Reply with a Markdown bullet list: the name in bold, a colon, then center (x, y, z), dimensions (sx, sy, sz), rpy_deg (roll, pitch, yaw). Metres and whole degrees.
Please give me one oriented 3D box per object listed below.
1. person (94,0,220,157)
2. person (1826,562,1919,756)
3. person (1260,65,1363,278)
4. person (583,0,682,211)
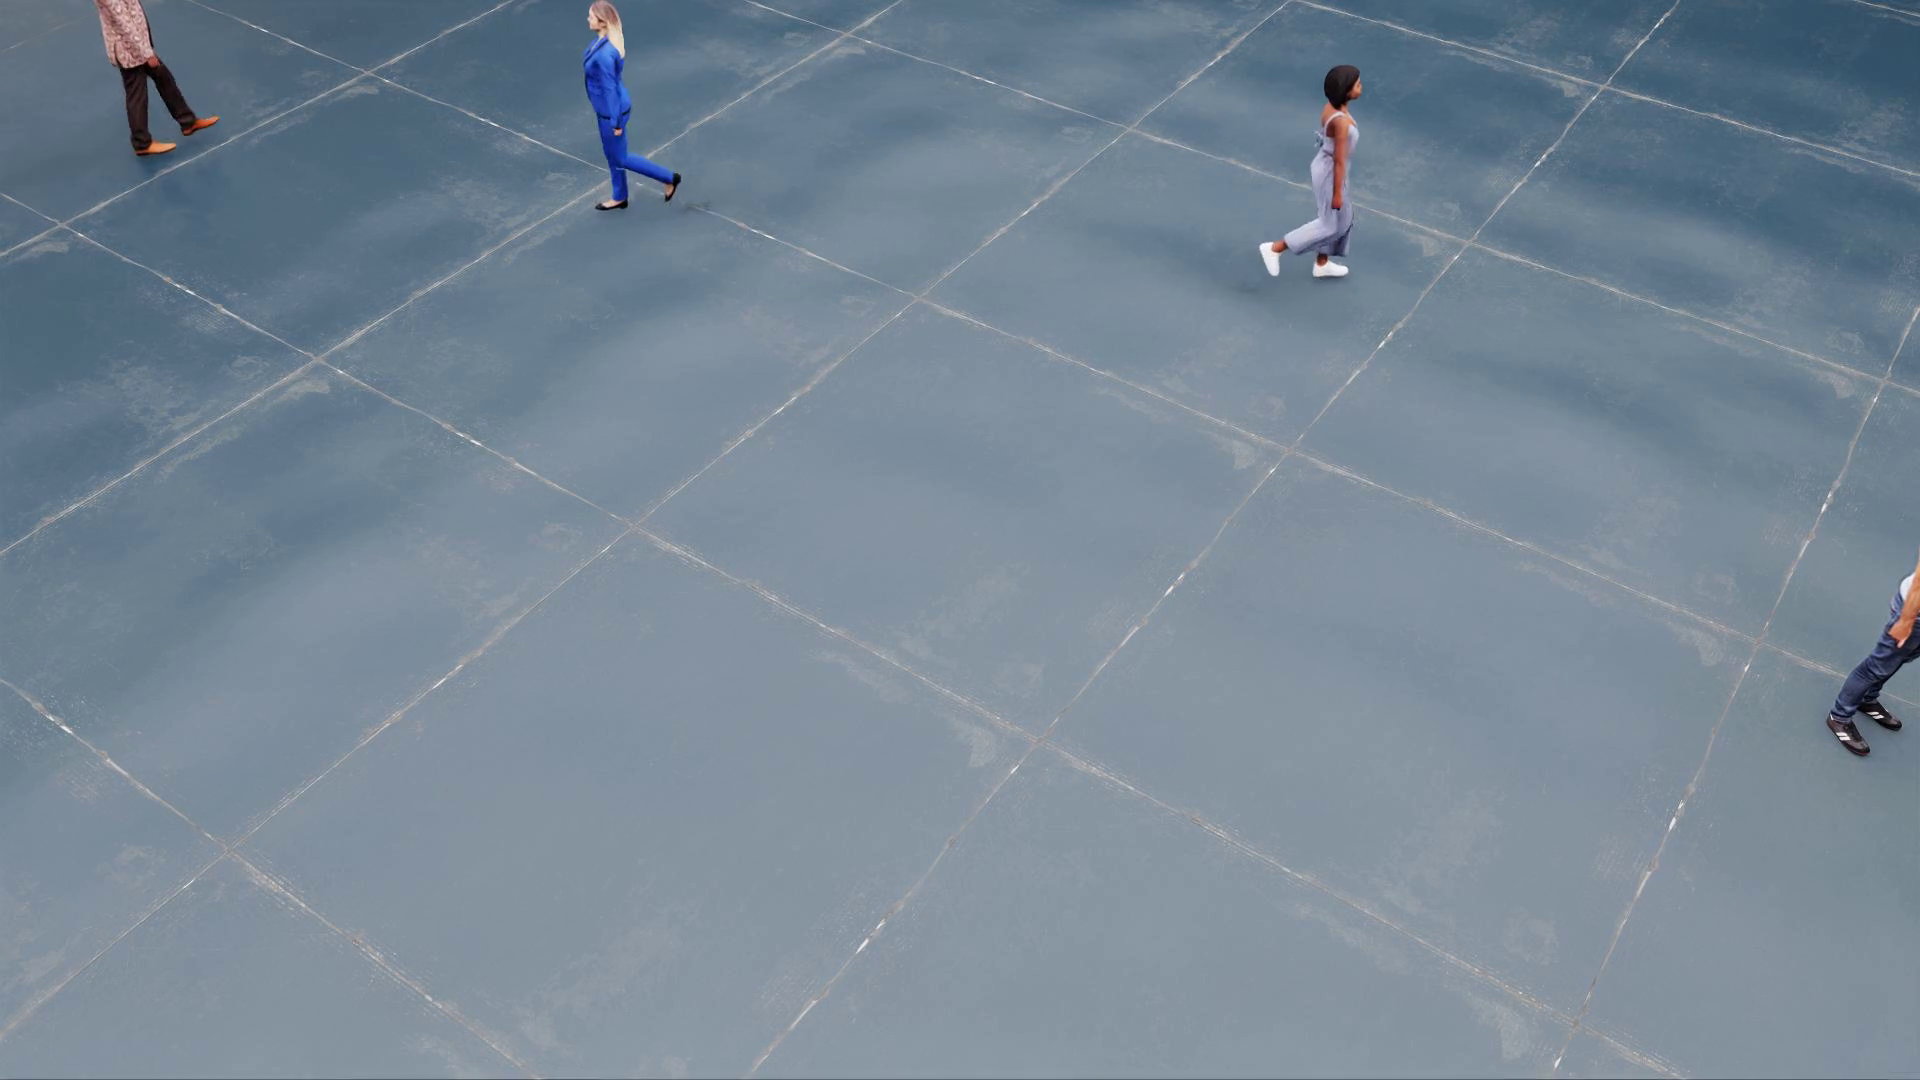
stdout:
- **person**: center (-6.596, -3.849, 13.034), dimensions (1.037, 1.781, 1.024), rpy_deg (-18, 46, -18)
- **person**: center (4.938, 0.322, 8.506), dimensions (0.706, 1.866, 0.662), rpy_deg (-25, 48, -24)
- **person**: center (2.524, -2.529, 11.696), dimensions (0.999, 1.679, 0.839), rpy_deg (4, 43, 4)
- **person**: center (-2.497, -3.204, 12.415), dimensions (1.030, 1.684, 0.955), rpy_deg (-5, 43, -5)
